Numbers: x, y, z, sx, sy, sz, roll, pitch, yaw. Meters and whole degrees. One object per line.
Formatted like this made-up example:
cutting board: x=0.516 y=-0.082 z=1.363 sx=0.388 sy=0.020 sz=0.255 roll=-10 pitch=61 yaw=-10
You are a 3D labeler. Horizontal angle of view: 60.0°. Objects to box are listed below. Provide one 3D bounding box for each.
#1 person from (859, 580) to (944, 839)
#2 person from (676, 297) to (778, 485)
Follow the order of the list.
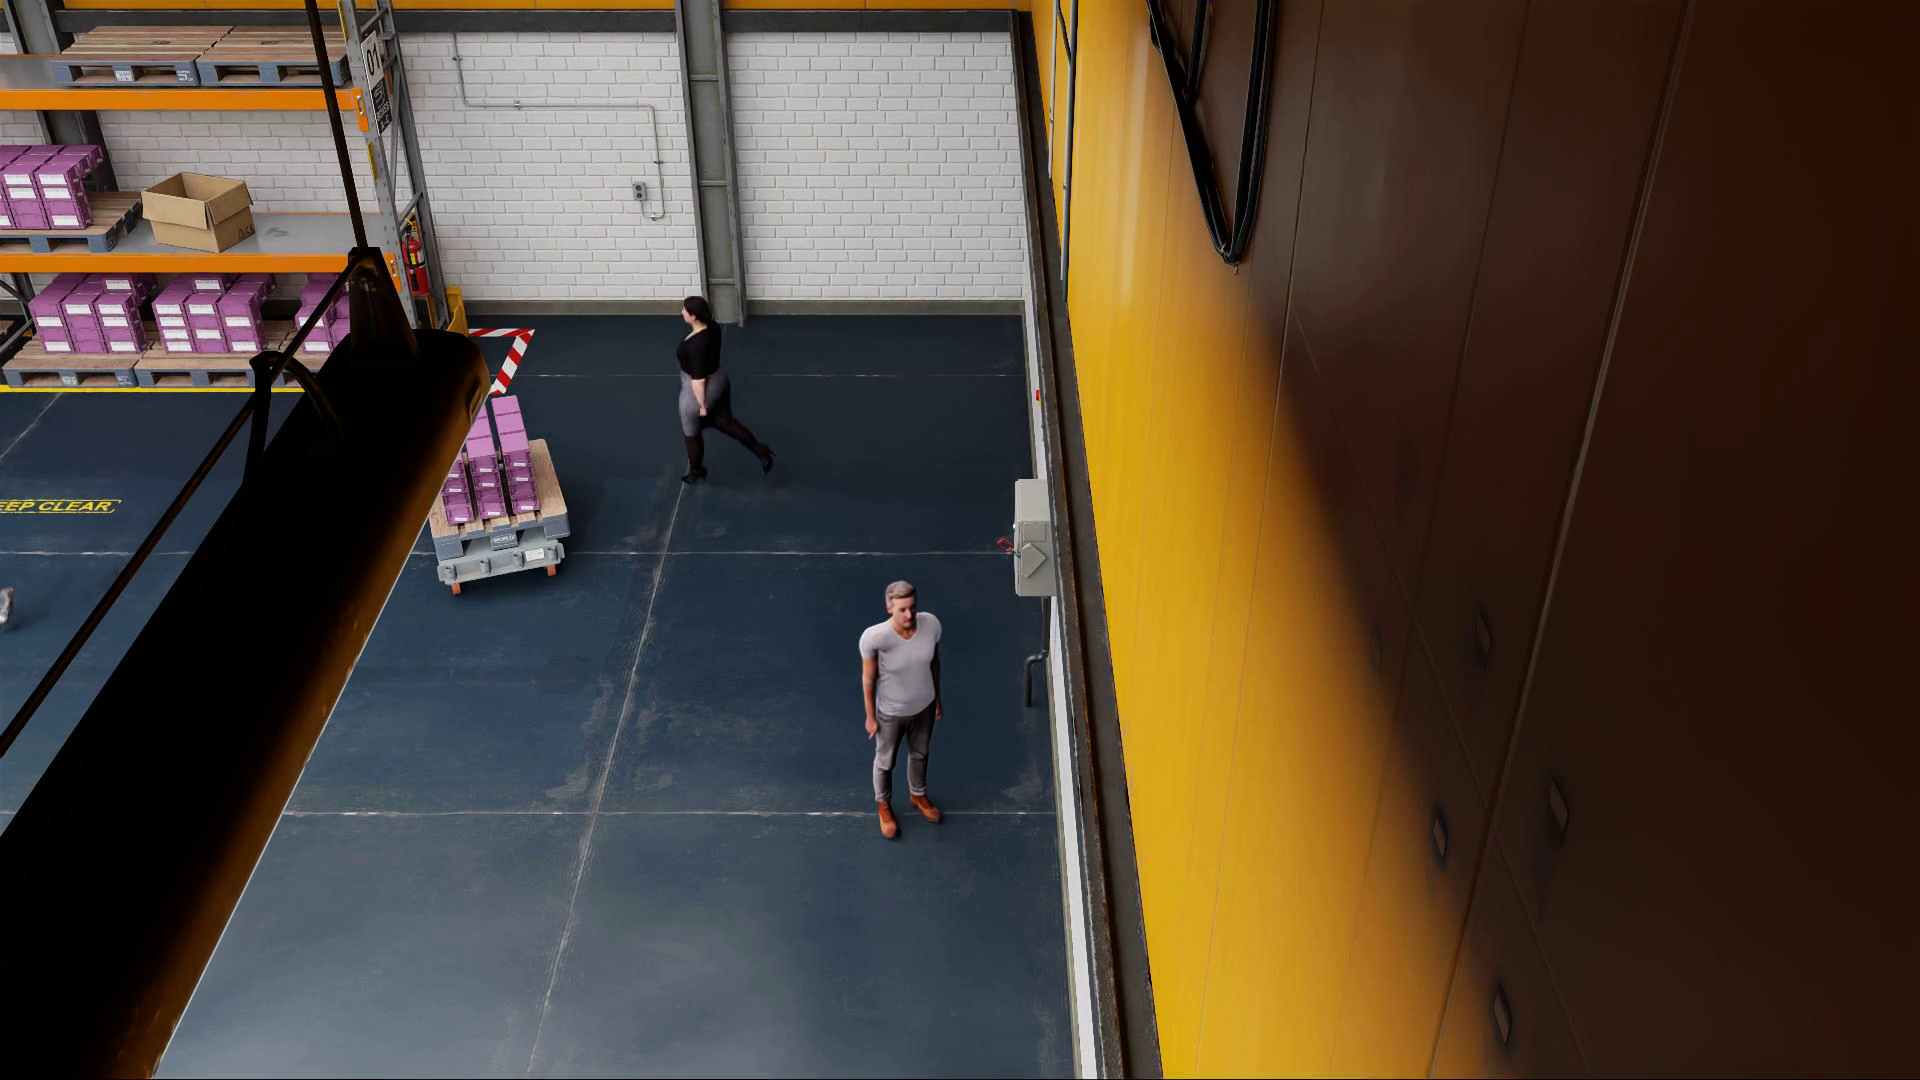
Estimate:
person: x=-0.351 y=1.002 z=10.220 sx=0.693 sy=1.832 sz=0.832 roll=-17 pitch=37 yaw=-24
person: x=-1.979 y=-1.184 z=13.601 sx=1.143 sy=1.732 sz=0.854 roll=9 pitch=35 yaw=13
